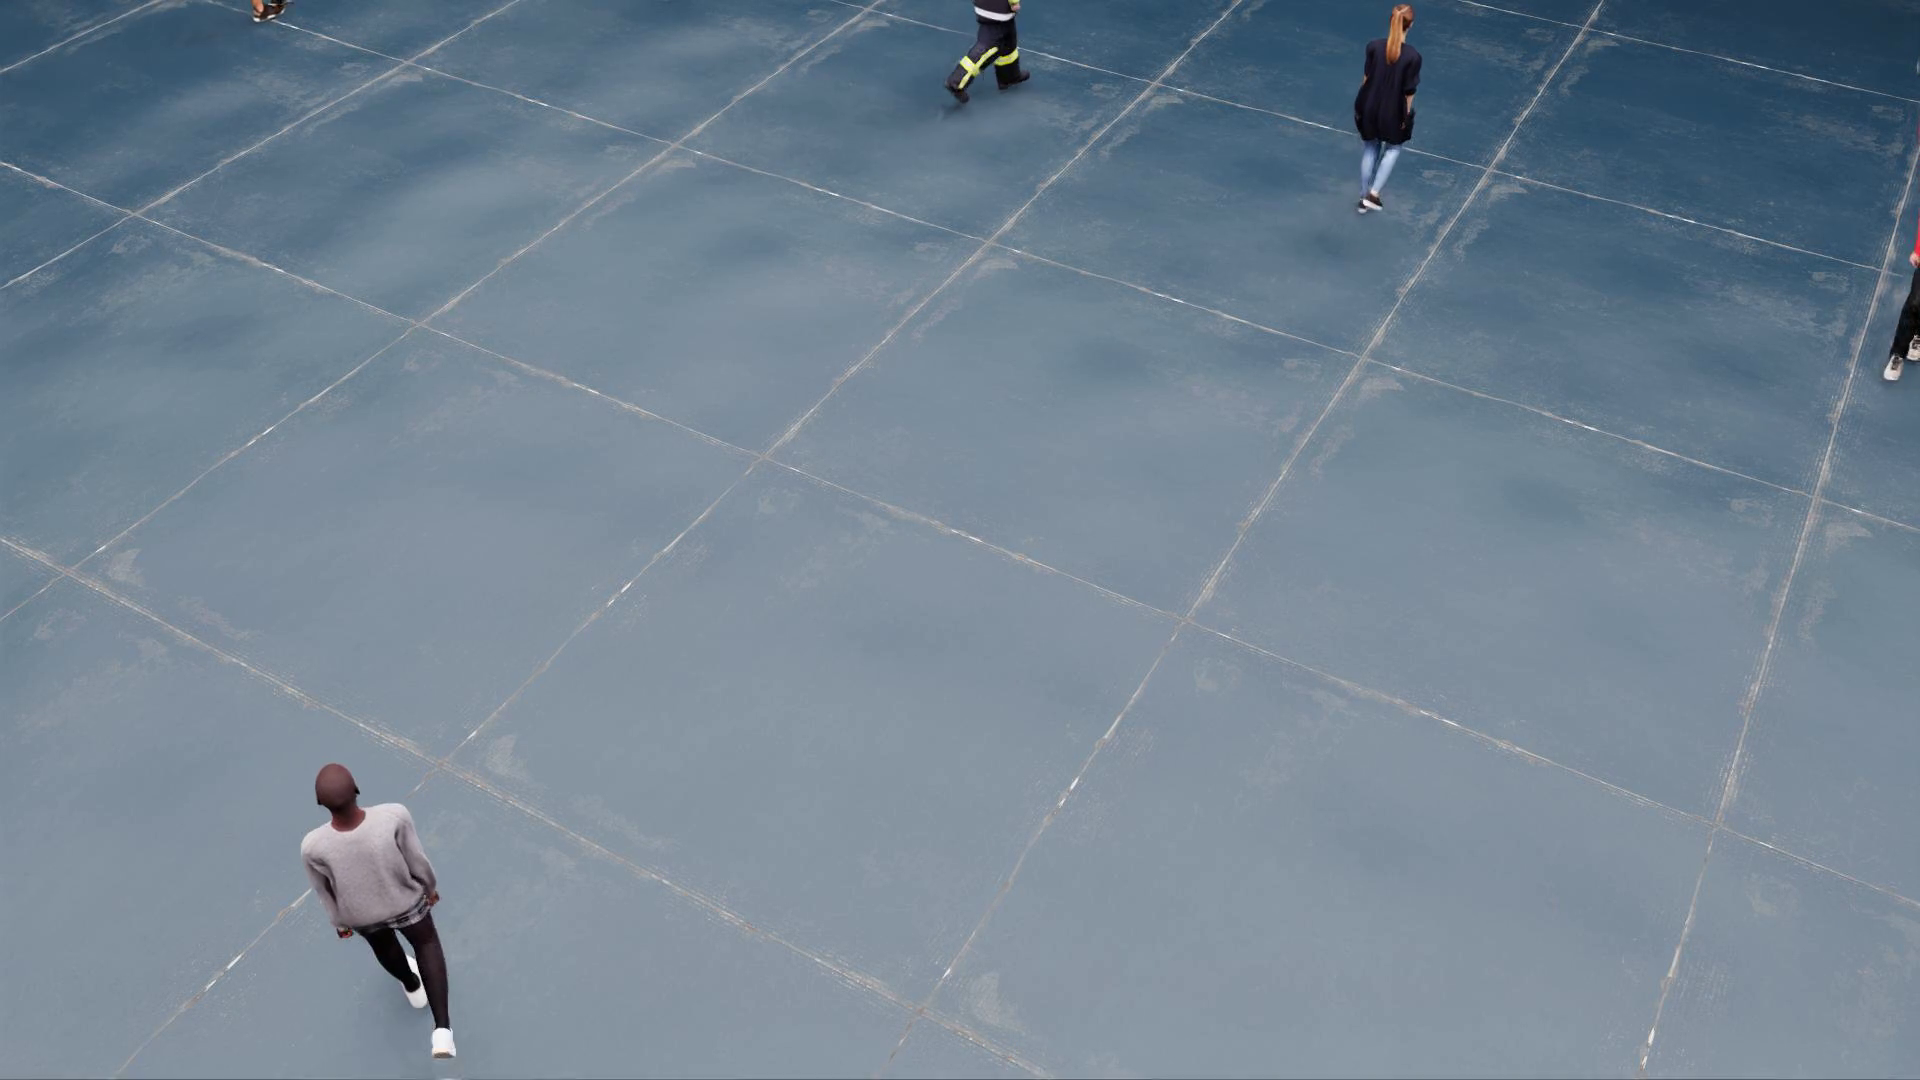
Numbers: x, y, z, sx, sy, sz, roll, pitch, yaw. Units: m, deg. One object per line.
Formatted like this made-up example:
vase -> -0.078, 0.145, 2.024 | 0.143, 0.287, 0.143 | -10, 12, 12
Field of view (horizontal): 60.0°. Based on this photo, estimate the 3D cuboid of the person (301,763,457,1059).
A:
person -> -2.466, 1.616, 7.142 | 1.053, 1.755, 1.028 | -19, 46, -20

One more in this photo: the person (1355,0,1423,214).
person -> 3.140, -3.179, 12.481 | 0.605, 1.675, 0.692 | 23, 47, 23

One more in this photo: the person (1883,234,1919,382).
person -> 6.619, -1.946, 11.081 | 0.712, 1.733, 0.932 | 17, 45, 18

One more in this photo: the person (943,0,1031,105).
person -> 0.221, -4.559, 13.795 | 1.310, 1.950, 1.132 | -21, 46, -22
